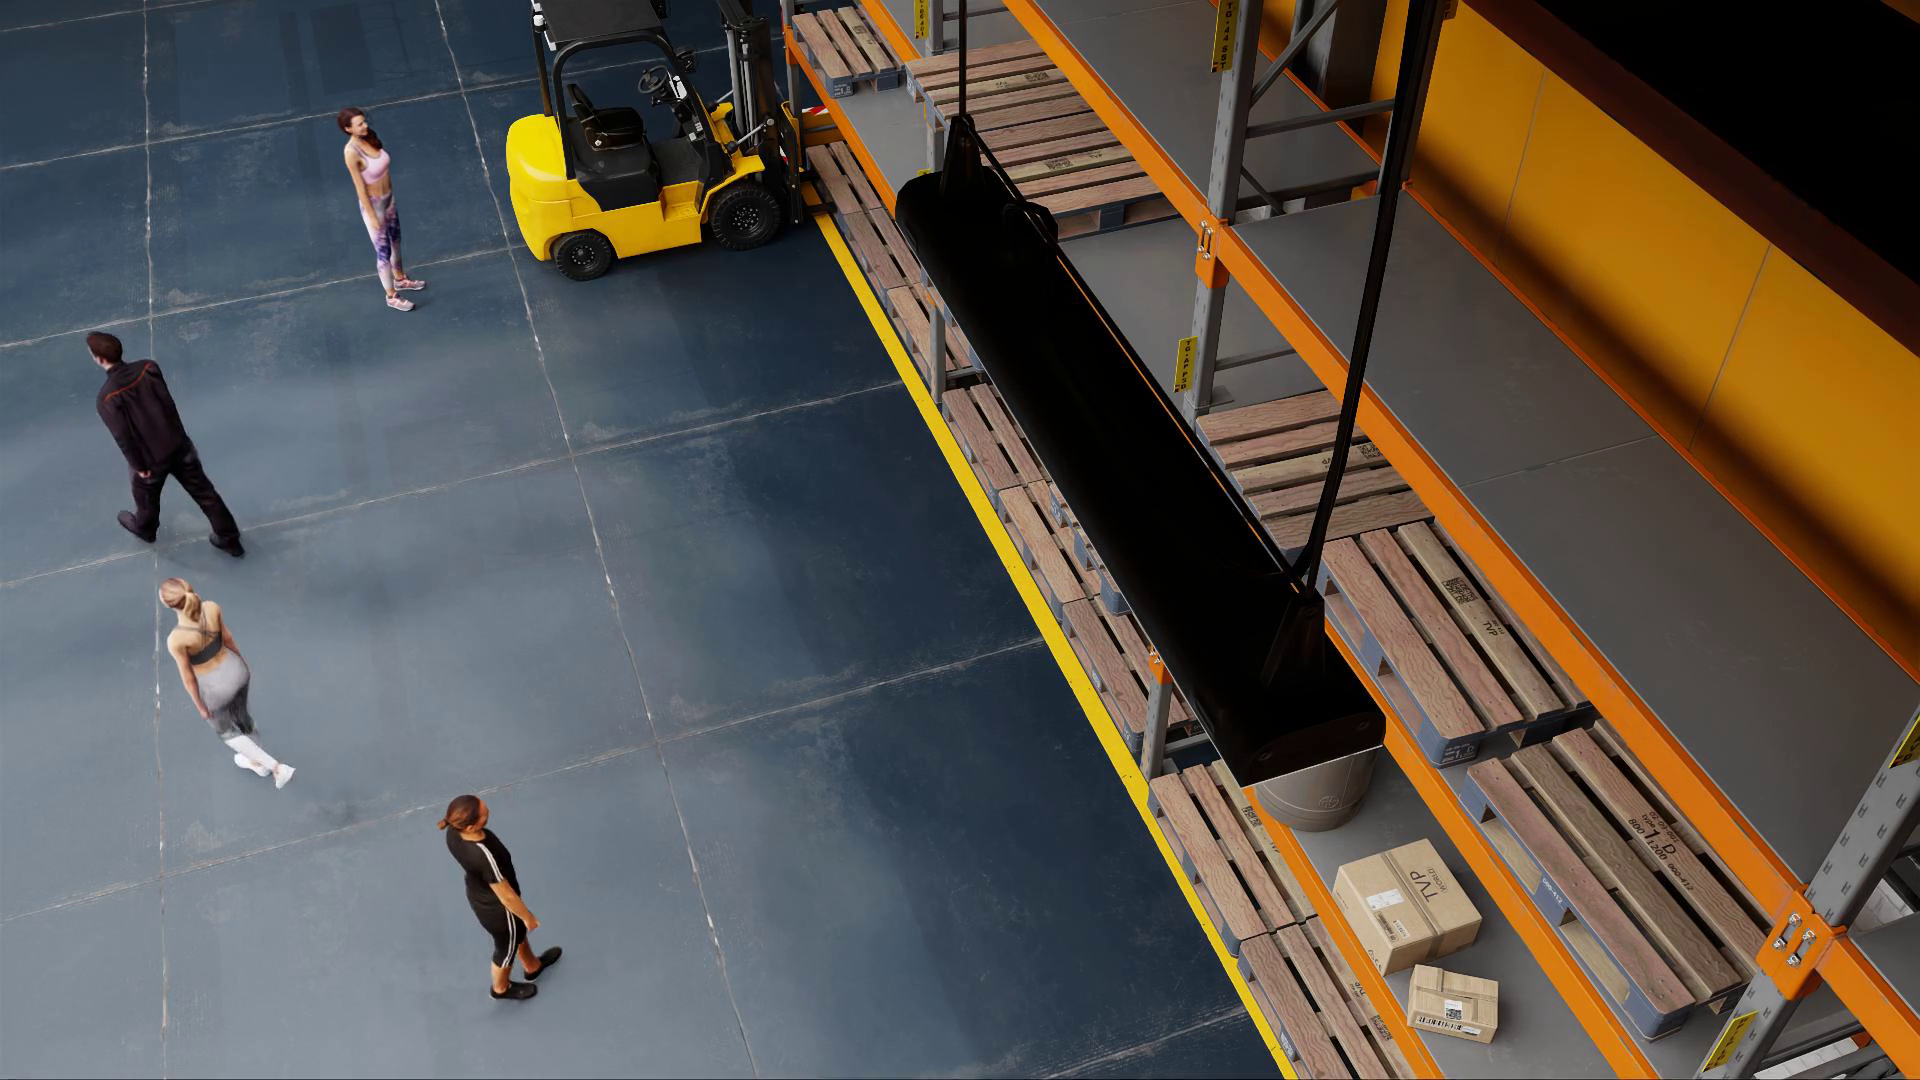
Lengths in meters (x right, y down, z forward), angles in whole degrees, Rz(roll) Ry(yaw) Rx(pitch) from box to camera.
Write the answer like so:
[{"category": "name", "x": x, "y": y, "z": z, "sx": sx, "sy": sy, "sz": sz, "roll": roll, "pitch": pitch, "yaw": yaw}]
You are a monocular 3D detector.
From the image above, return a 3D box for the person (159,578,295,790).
[{"category": "person", "x": -4.312, "y": 0.886, "z": 9.865, "sx": 0.937, "sy": 1.687, "sz": 0.867, "roll": 20, "pitch": 47, "yaw": 19}]

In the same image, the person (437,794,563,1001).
[{"category": "person", "x": -2.505, "y": 1.914, "z": 8.807, "sx": 0.787, "sy": 1.656, "sz": 0.723, "roll": -25, "pitch": 49, "yaw": -24}]

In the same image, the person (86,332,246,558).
[{"category": "person", "x": -5.365, "y": -0.583, "z": 11.282, "sx": 1.251, "sy": 1.858, "sz": 1.144, "roll": 22, "pitch": 48, "yaw": 22}]

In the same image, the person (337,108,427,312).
[{"category": "person", "x": -4.755, "y": -2.727, "z": 13.599, "sx": 0.739, "sy": 1.767, "sz": 0.627, "roll": 5, "pitch": 44, "yaw": 5}]
